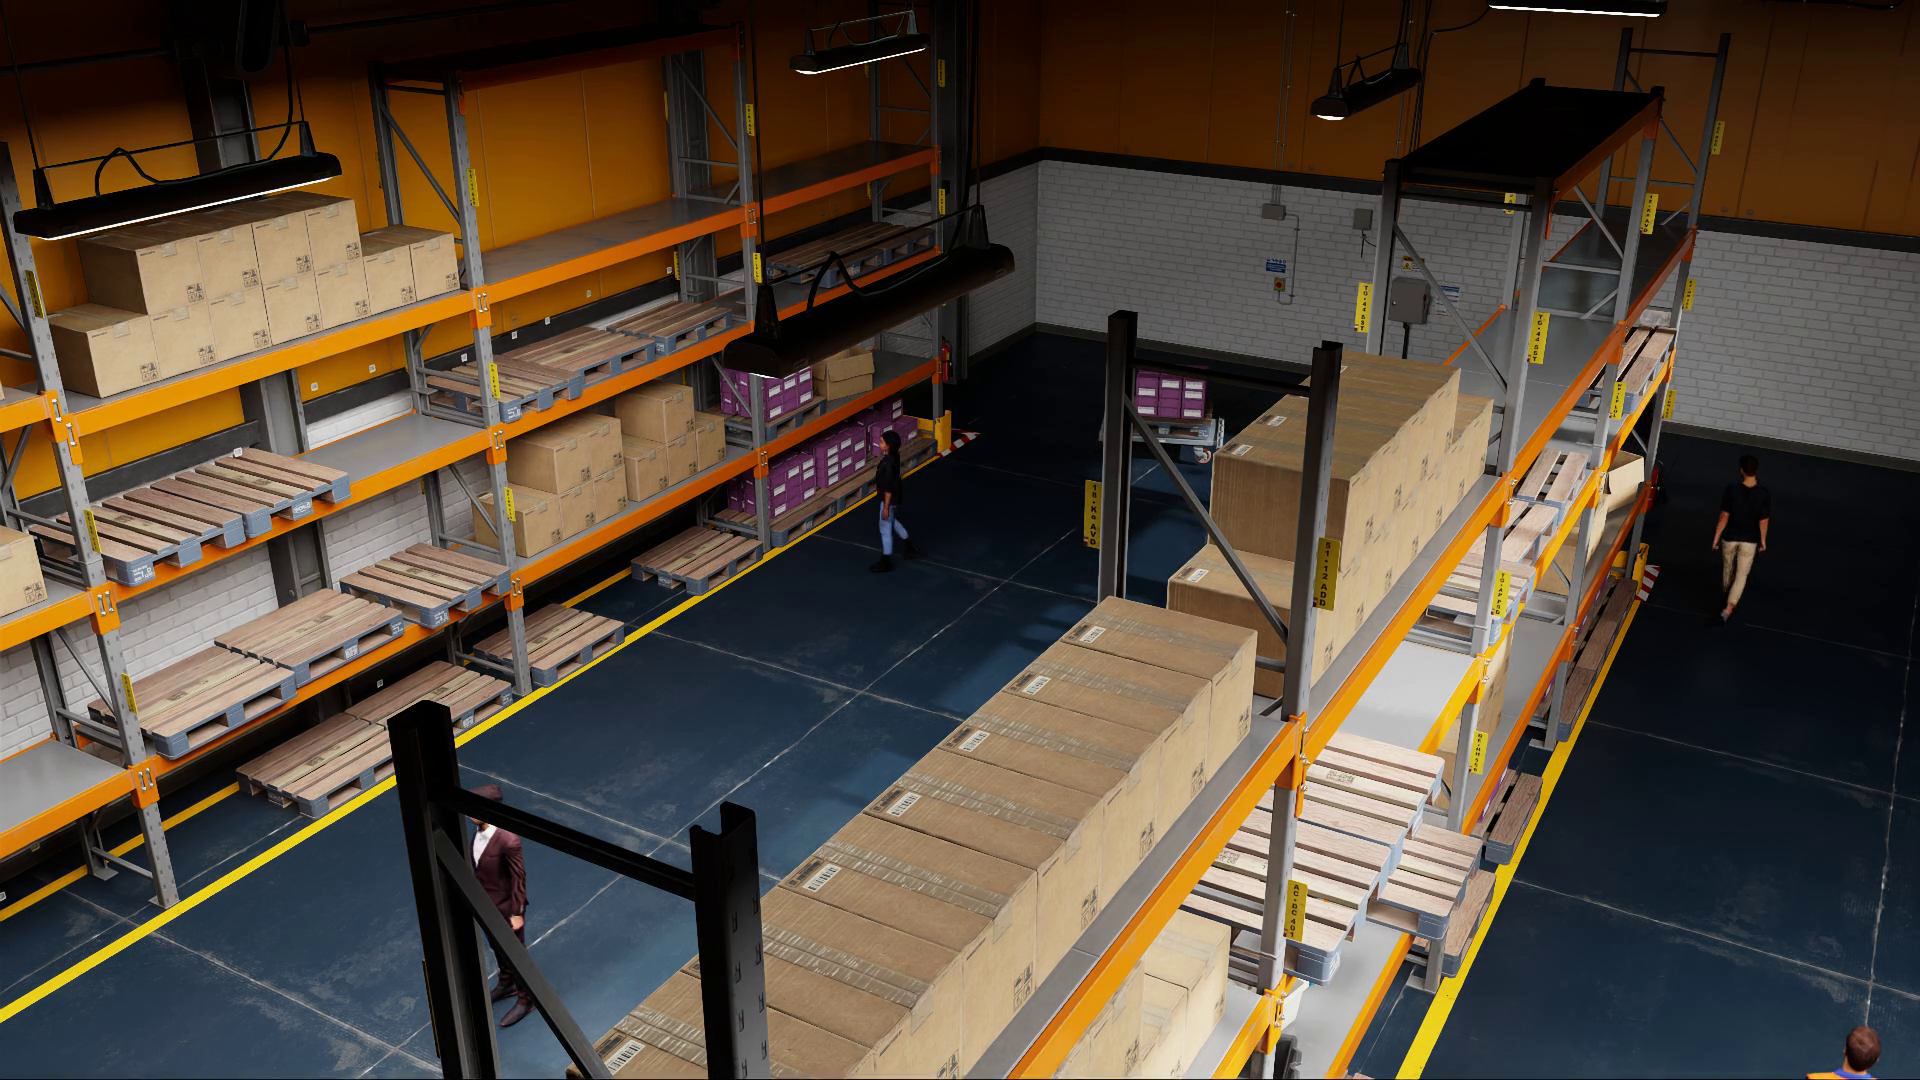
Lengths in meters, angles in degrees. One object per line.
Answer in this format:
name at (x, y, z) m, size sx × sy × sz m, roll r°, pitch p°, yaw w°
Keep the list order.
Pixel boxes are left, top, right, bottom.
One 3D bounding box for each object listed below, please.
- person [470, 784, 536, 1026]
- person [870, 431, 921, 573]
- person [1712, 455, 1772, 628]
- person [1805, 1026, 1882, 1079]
person at (-3.247, 2.533, 11.775) m, size 0.706 × 1.865 × 0.747 m, roll -21°, pitch 31°, yaw -39°
person at (-0.724, -0.440, 18.802) m, size 0.863 × 1.684 × 0.853 m, roll 1°, pitch 24°, yaw 3°
person at (8.207, 0.050, 17.521) m, size 0.726 × 1.812 × 1.132 m, roll 12°, pitch 26°, yaw 25°
person at (4.963, 3.543, 9.467) m, size 0.757 × 1.864 × 0.710 m, roll 5°, pitch 24°, yaw 12°
